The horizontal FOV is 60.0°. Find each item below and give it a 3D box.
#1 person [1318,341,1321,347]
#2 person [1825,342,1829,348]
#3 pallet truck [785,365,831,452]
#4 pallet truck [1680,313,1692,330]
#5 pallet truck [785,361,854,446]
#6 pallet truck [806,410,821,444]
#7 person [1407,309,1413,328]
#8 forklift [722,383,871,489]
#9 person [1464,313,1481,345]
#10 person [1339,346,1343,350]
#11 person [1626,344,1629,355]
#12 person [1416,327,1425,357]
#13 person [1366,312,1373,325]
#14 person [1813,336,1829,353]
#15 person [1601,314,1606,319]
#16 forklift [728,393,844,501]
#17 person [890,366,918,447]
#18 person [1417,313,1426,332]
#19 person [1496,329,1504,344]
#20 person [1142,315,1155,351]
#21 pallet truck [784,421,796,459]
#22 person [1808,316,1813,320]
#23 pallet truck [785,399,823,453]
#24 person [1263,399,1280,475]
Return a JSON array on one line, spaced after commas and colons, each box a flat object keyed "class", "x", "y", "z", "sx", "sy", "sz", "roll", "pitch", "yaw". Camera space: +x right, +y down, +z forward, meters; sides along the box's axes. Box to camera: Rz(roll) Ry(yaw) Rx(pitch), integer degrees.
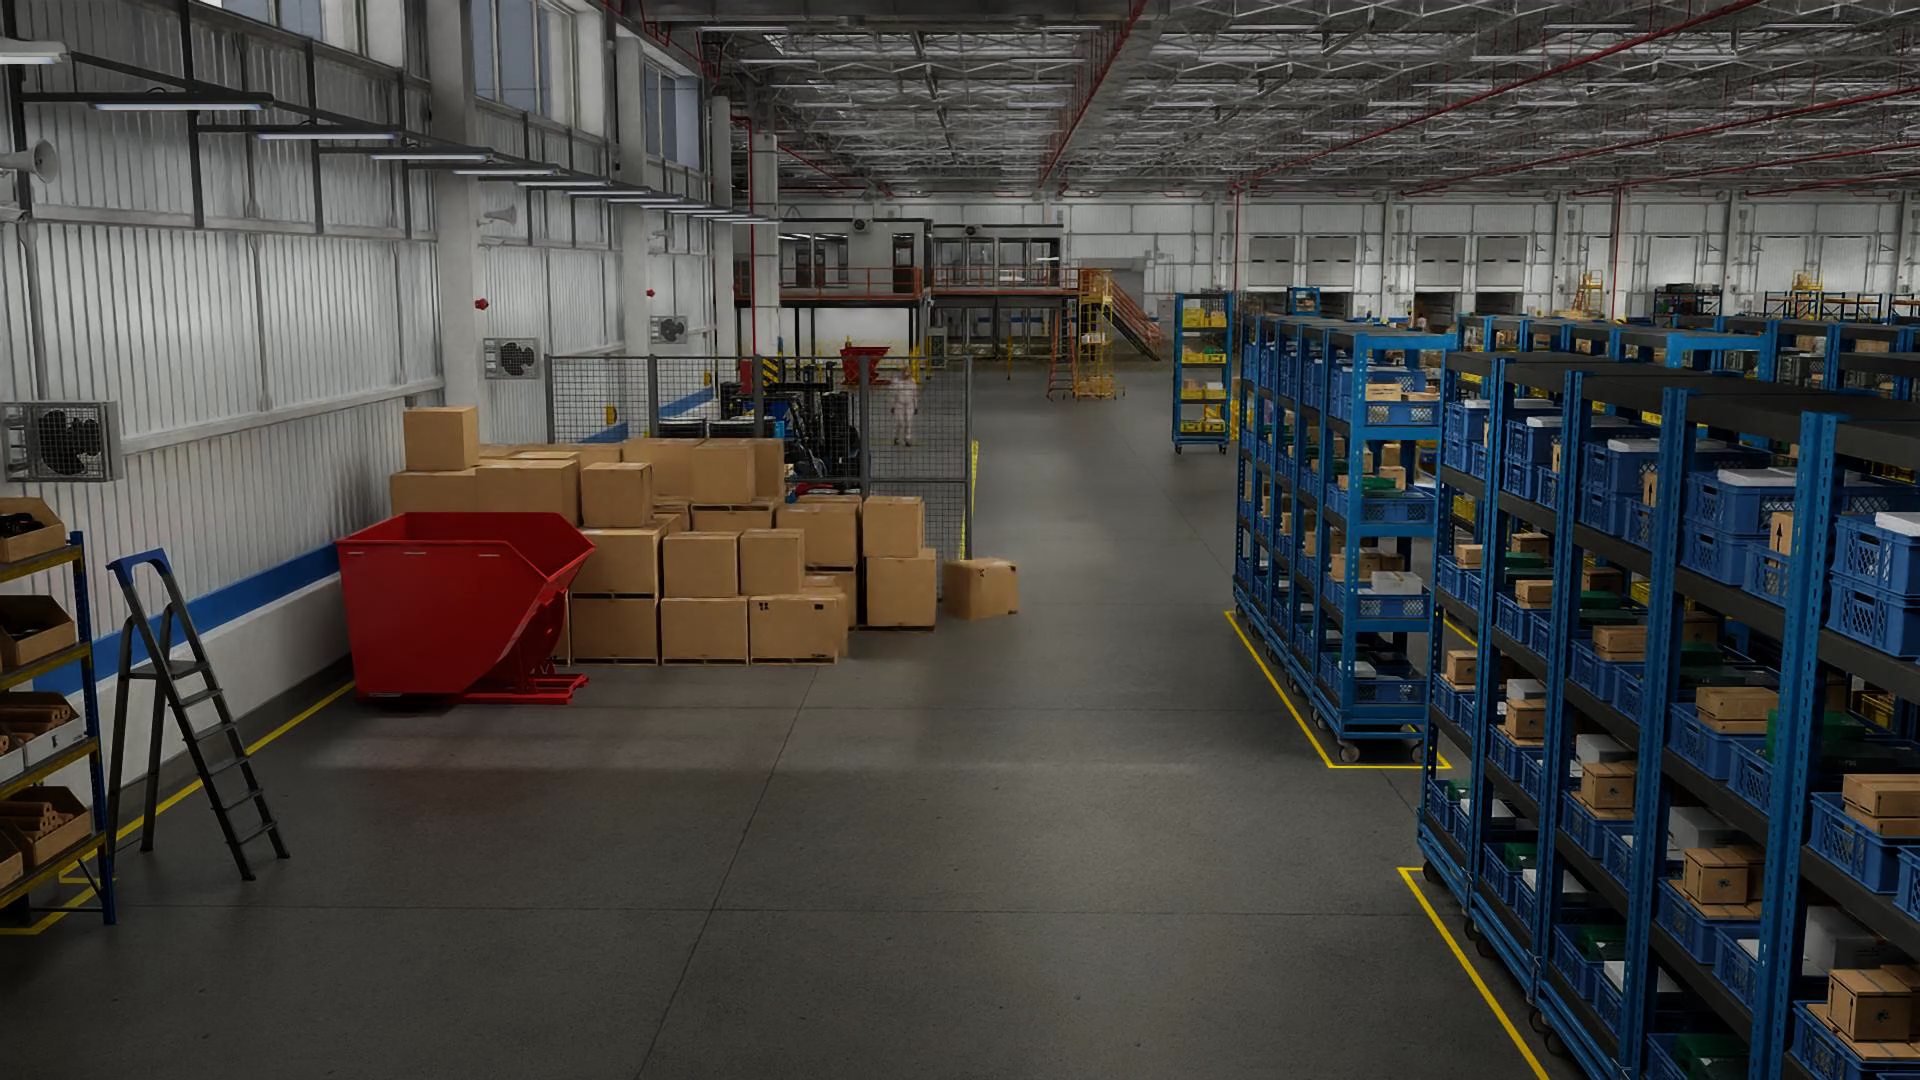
[{"class": "person", "x": 14.500, "y": -7.569, "z": 66.832, "sx": 0.928, "sy": 1.717, "sz": 0.528, "roll": 1, "pitch": 9, "yaw": 8}, {"class": "person", "x": 30.571, "y": -6.172, "z": 58.533, "sx": 0.410, "sy": 1.606, "sz": 0.545, "roll": 1, "pitch": 9, "yaw": 9}, {"class": "pallet truck", "x": -3.774, "y": -2.976, "z": 37.635, "sx": 1.885, "sy": 1.965, "sz": 0.823, "roll": 1, "pitch": 9, "yaw": 5}, {"class": "pallet truck", "x": 36.315, "y": -10.531, "z": 84.244, "sx": 0.823, "sy": 1.965, "sz": 1.885, "roll": -6, "pitch": 11, "yaw": -33}, {"class": "pallet truck", "x": -3.410, "y": -3.193, "z": 38.978, "sx": 1.885, "sy": 1.965, "sz": 0.823, "roll": 0, "pitch": 9, "yaw": -1}, {"class": "pallet truck", "x": -3.559, "y": -2.018, "z": 33.905, "sx": 1.522, "sy": 1.261, "sz": 0.704, "roll": 0, "pitch": 9, "yaw": -1}, {"class": "person", "x": 25.593, "y": -12.174, "z": 94.630, "sx": 0.399, "sy": 1.918, "sz": 0.587, "roll": 5, "pitch": 11, "yaw": 30}, {"class": "forklift", "x": -2.893, "y": -1.687, "z": 28.729, "sx": 2.680, "sy": 1.987, "sz": 1.157, "roll": 0, "pitch": 9, "yaw": -1}, {"class": "person", "x": 28.170, "y": -11.585, "z": 91.348, "sx": 0.937, "sy": 1.795, "sz": 0.646, "roll": 5, "pitch": 11, "yaw": 30}, {"class": "person", "x": 15.043, "y": -7.426, "z": 65.500, "sx": 0.335, "sy": 1.865, "sz": 0.519, "roll": -2, "pitch": 9, "yaw": -10}, {"class": "person", "x": 23.459, "y": -6.403, "z": 59.004, "sx": 0.386, "sy": 1.923, "sz": 0.560, "roll": -1, "pitch": 9, "yaw": -6}, {"class": "person", "x": 17.578, "y": -7.223, "z": 63.972, "sx": 0.644, "sy": 1.947, "sz": 0.536, "roll": -8, "pitch": 12, "yaw": -40}, {"class": "person", "x": 21.246, "y": -10.863, "z": 86.439, "sx": 0.389, "sy": 1.949, "sz": 0.603, "roll": -2, "pitch": 9, "yaw": -10}, {"class": "person", "x": 33.529, "y": -7.292, "z": 64.814, "sx": 0.529, "sy": 1.832, "sz": 0.965, "roll": 5, "pitch": 11, "yaw": 31}, {"class": "person", "x": 32.329, "y": -10.396, "z": 83.621, "sx": 0.515, "sy": 1.926, "sz": 0.654, "roll": -7, "pitch": 11, "yaw": -36}, {"class": "forklift", "x": -2.979, "y": -1.316, "z": 26.476, "sx": 2.680, "sy": 1.987, "sz": 1.157, "roll": 0, "pitch": 9, "yaw": 1}, {"class": "person", "x": -1.287, "y": -3.114, "z": 38.830, "sx": 0.667, "sy": 1.886, "sz": 0.418, "roll": -4, "pitch": 10, "yaw": -26}, {"class": "person", "x": 24.685, "y": -11.245, "z": 89.166, "sx": 0.641, "sy": 1.824, "sz": 0.487, "roll": -4, "pitch": 10, "yaw": -25}, {"class": "person", "x": 21.701, "y": -7.737, "z": 67.207, "sx": 0.543, "sy": 1.933, "sz": 0.363, "roll": 5, "pitch": 11, "yaw": 29}, {"class": "person", "x": 9.614, "y": -10.580, "z": 84.961, "sx": 0.867, "sy": 1.852, "sz": 0.600, "roll": -4, "pitch": 10, "yaw": -24}, {"class": "pallet truck", "x": -4.013, "y": -1.793, "z": 32.705, "sx": 1.601, "sy": 1.201, "sz": 0.680, "roll": 0, "pitch": 9, "yaw": 1}, {"class": "person", "x": 41.726, "y": -10.096, "z": 81.906, "sx": 0.507, "sy": 1.881, "sz": 0.652, "roll": -9, "pitch": 13, "yaw": -43}, {"class": "pallet truck", "x": -3.814, "y": -2.432, "z": 36.419, "sx": 1.630, "sy": 1.274, "sz": 0.653, "roll": 0, "pitch": 9, "yaw": 1}, {"class": "person", "x": 6.306, "y": -2.318, "z": 33.441, "sx": 0.391, "sy": 2.040, "sz": 0.614, "roll": 2, "pitch": 9, "yaw": 10}]
